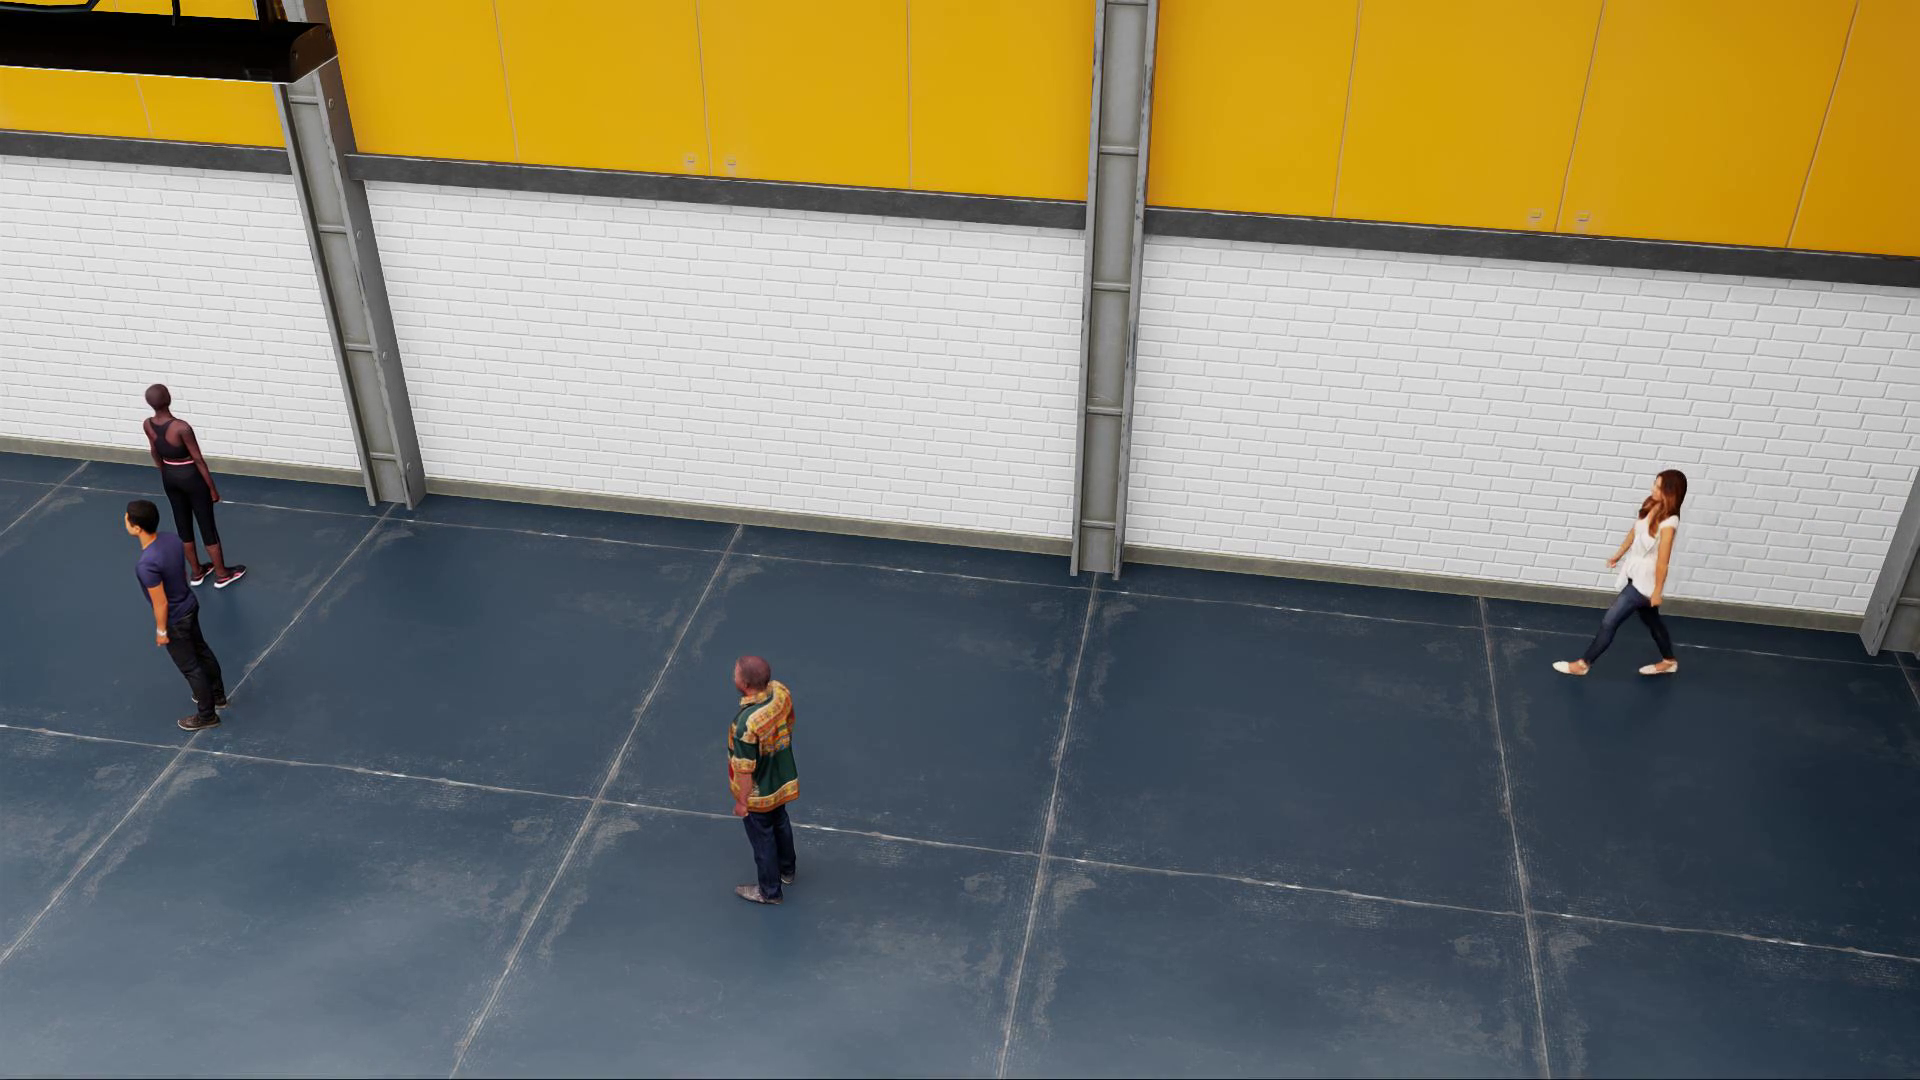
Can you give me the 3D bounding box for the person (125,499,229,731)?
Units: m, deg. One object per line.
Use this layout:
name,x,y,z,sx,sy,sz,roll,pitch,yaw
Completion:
person,-5.336,0.497,11.332,0.598,1.793,0.687,-1,34,-2

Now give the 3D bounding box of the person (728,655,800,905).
person,-1.172,1.423,9.927,0.740,1.808,0.762,14,36,19

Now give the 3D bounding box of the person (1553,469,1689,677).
person,4.900,0.288,11.697,1.089,1.738,0.569,5,34,8

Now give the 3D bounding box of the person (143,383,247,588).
person,-5.944,-0.418,12.744,0.467,1.754,0.637,7,34,10
